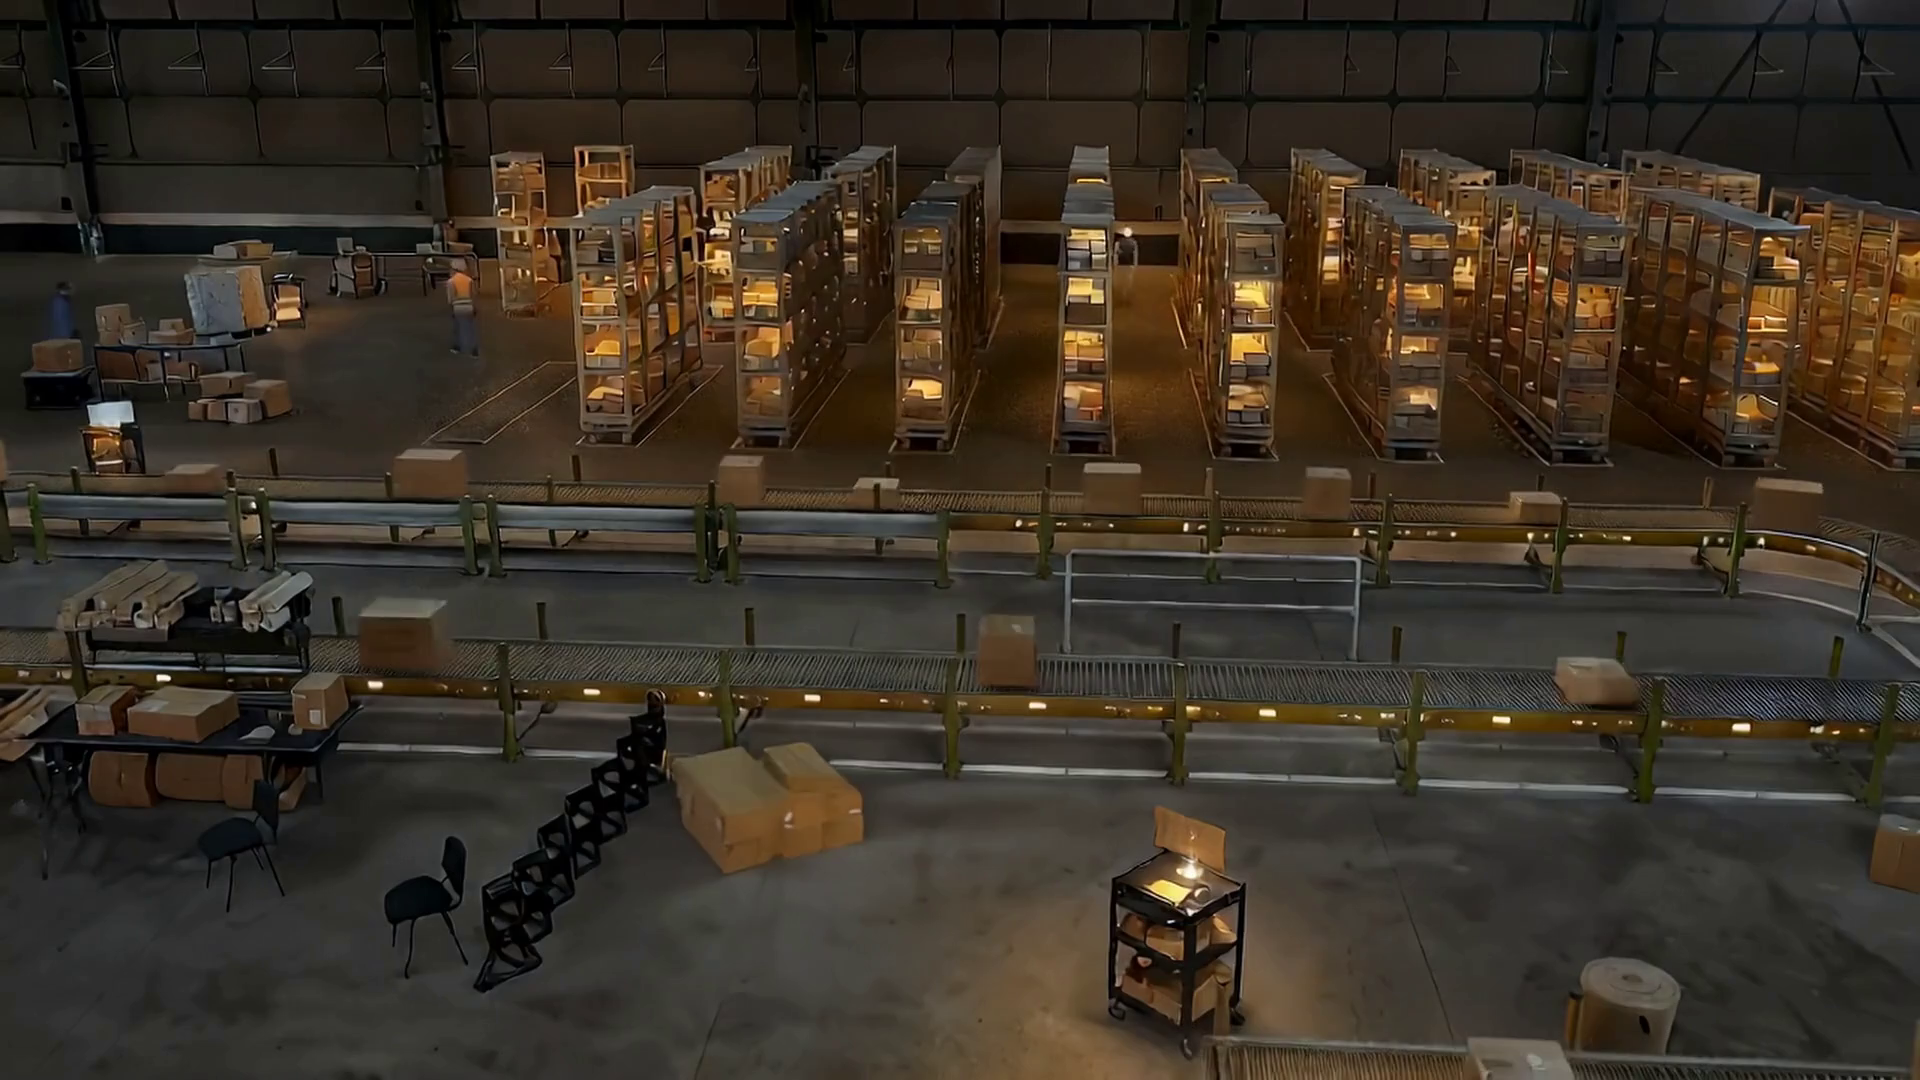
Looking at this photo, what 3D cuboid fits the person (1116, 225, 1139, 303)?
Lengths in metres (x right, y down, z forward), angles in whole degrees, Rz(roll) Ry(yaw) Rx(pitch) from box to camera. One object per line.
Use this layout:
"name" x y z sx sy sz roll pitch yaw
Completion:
"person" 3.932 -6.498 39.181 0.575 1.829 0.450 -1 18 -4

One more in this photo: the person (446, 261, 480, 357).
"person" -9.893 -4.599 33.071 0.617 1.890 1.031 -13 22 -36

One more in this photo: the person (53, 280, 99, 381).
"person" -16.181 -3.772 30.321 0.879 1.944 0.759 -7 19 -20
